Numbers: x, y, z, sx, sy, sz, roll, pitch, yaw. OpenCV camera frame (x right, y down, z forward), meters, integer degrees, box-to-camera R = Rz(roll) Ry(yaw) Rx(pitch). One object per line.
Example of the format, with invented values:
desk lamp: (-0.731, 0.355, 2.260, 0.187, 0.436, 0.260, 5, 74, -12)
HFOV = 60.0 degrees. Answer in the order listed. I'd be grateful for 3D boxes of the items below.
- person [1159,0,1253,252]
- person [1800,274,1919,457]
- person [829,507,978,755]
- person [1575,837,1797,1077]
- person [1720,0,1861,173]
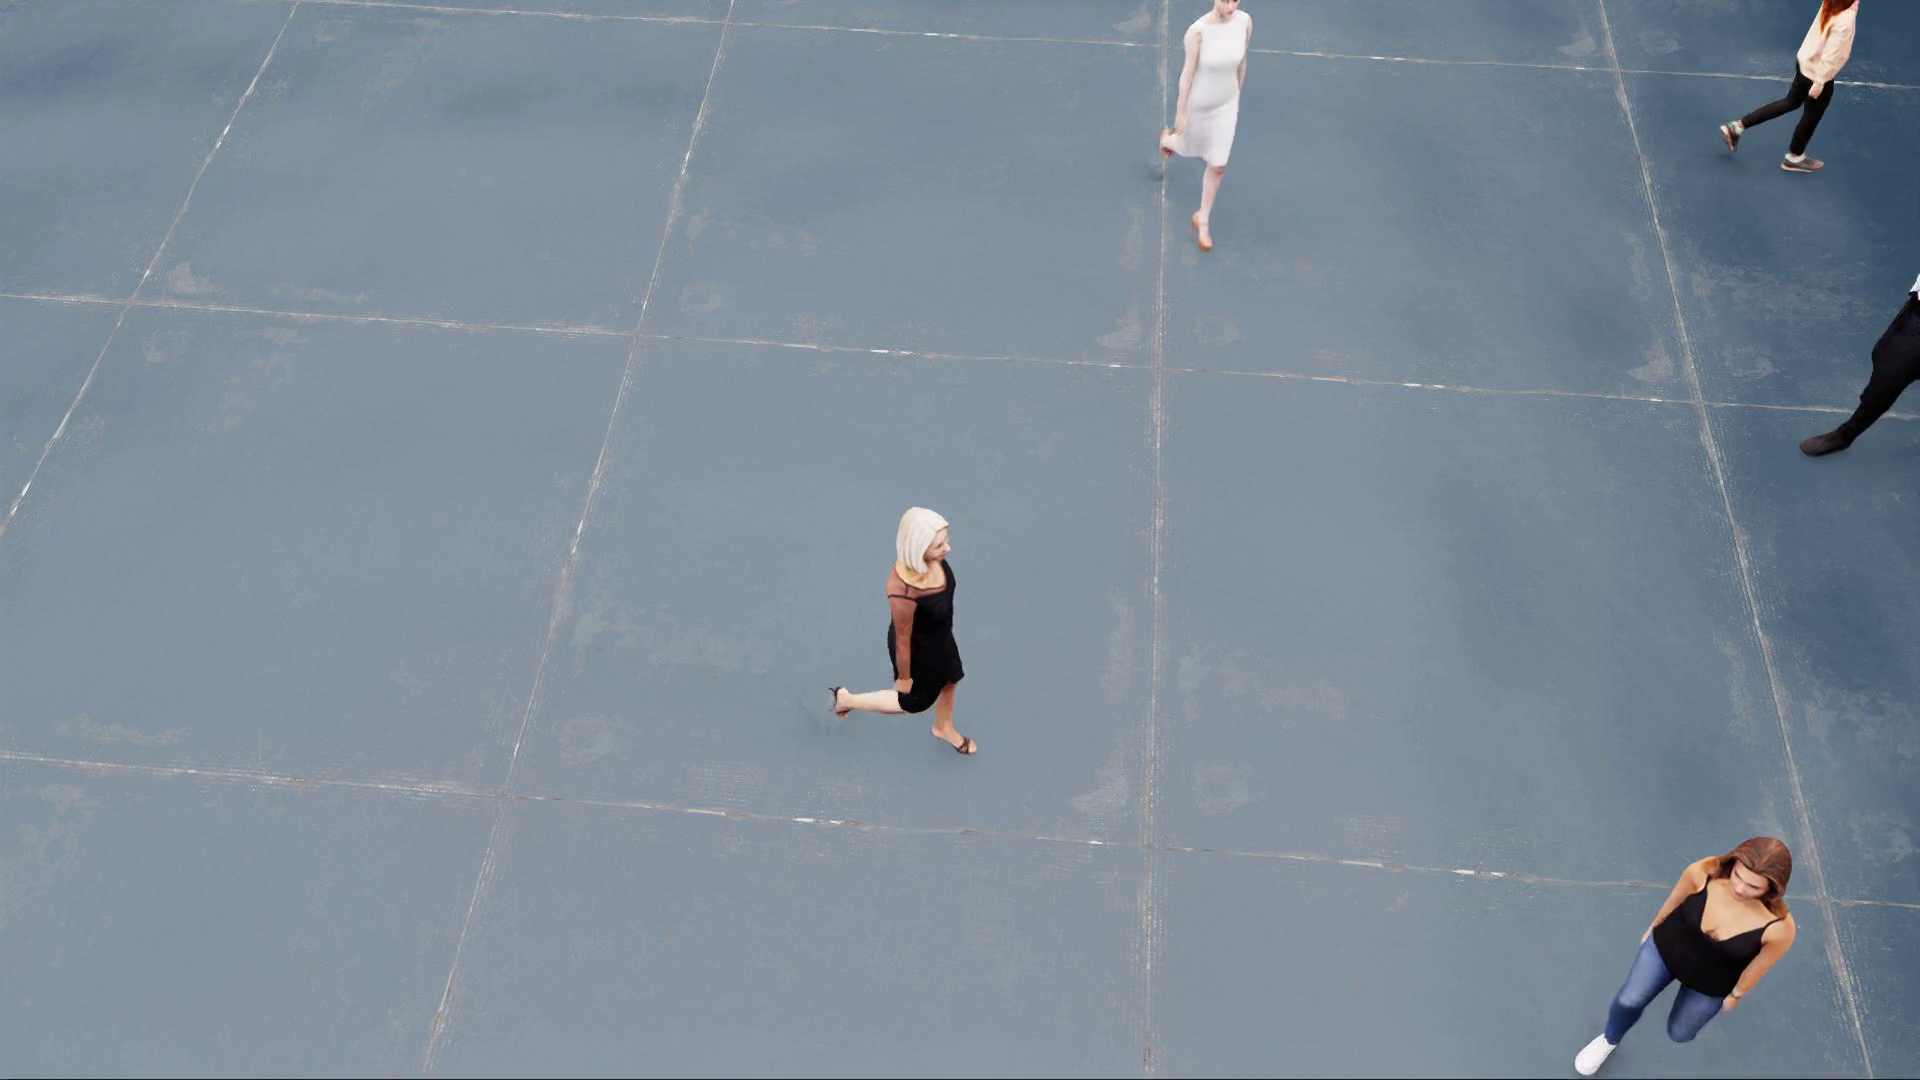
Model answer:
person: (1.374, -2.508, 9.457, 1.058, 1.770, 0.903, -15, 54, -11)
person: (4.962, -1.078, 8.322, 1.138, 1.812, 0.792, -5, 52, -4)
person: (-0.246, 0.417, 7.217, 0.995, 1.730, 0.740, 15, 54, 11)
person: (2.842, 1.564, 6.344, 0.944, 1.706, 0.900, -36, 60, -24)
person: (5.039, -2.822, 9.891, 0.897, 1.467, 0.607, 8, 53, 6)
